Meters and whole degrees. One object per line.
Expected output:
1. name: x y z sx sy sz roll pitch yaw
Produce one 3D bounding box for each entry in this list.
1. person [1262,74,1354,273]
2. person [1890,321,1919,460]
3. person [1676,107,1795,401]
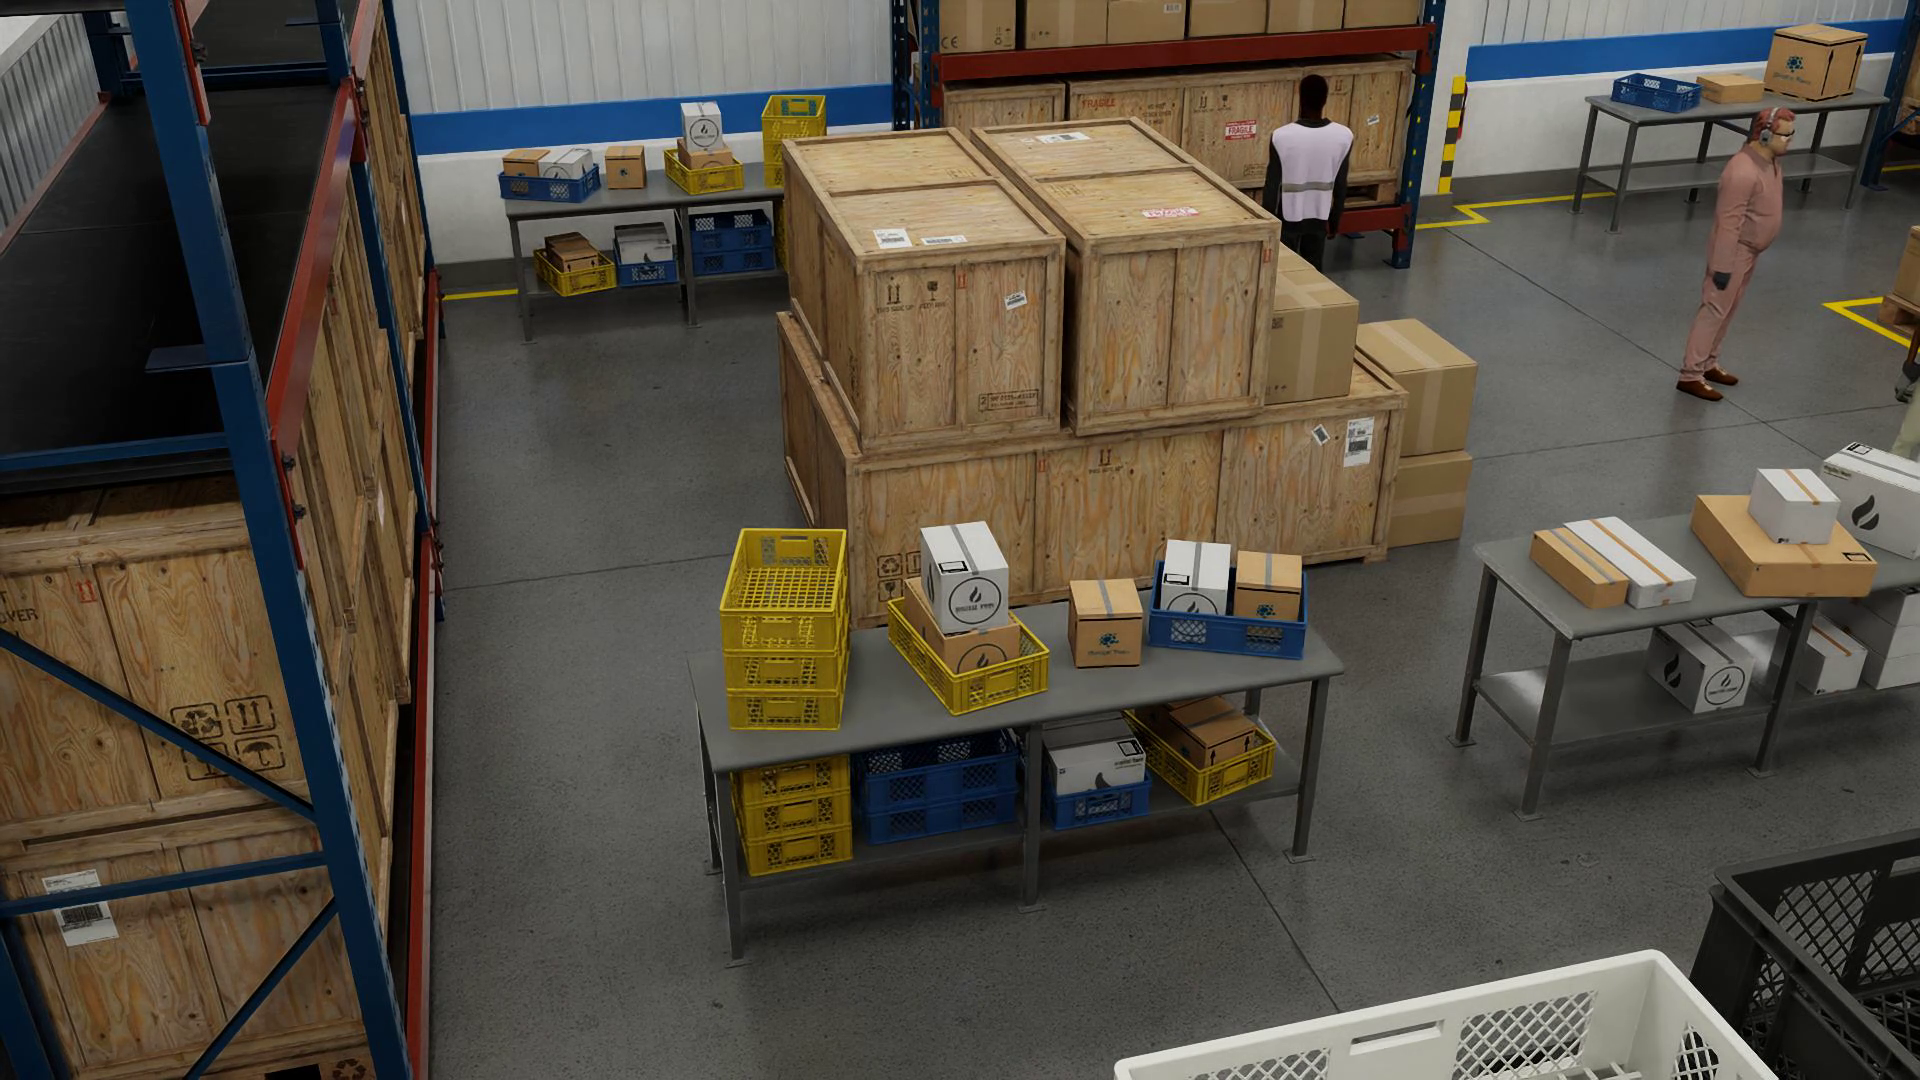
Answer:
1. person: 2.362 -2.225 11.449 0.595 1.907 0.412 -5 29 -9
2. person: 5.376 -0.864 9.016 0.514 1.868 0.329 16 33 26
3. person: 5.061 -1.856 10.787 0.399 1.900 0.646 22 36 34
